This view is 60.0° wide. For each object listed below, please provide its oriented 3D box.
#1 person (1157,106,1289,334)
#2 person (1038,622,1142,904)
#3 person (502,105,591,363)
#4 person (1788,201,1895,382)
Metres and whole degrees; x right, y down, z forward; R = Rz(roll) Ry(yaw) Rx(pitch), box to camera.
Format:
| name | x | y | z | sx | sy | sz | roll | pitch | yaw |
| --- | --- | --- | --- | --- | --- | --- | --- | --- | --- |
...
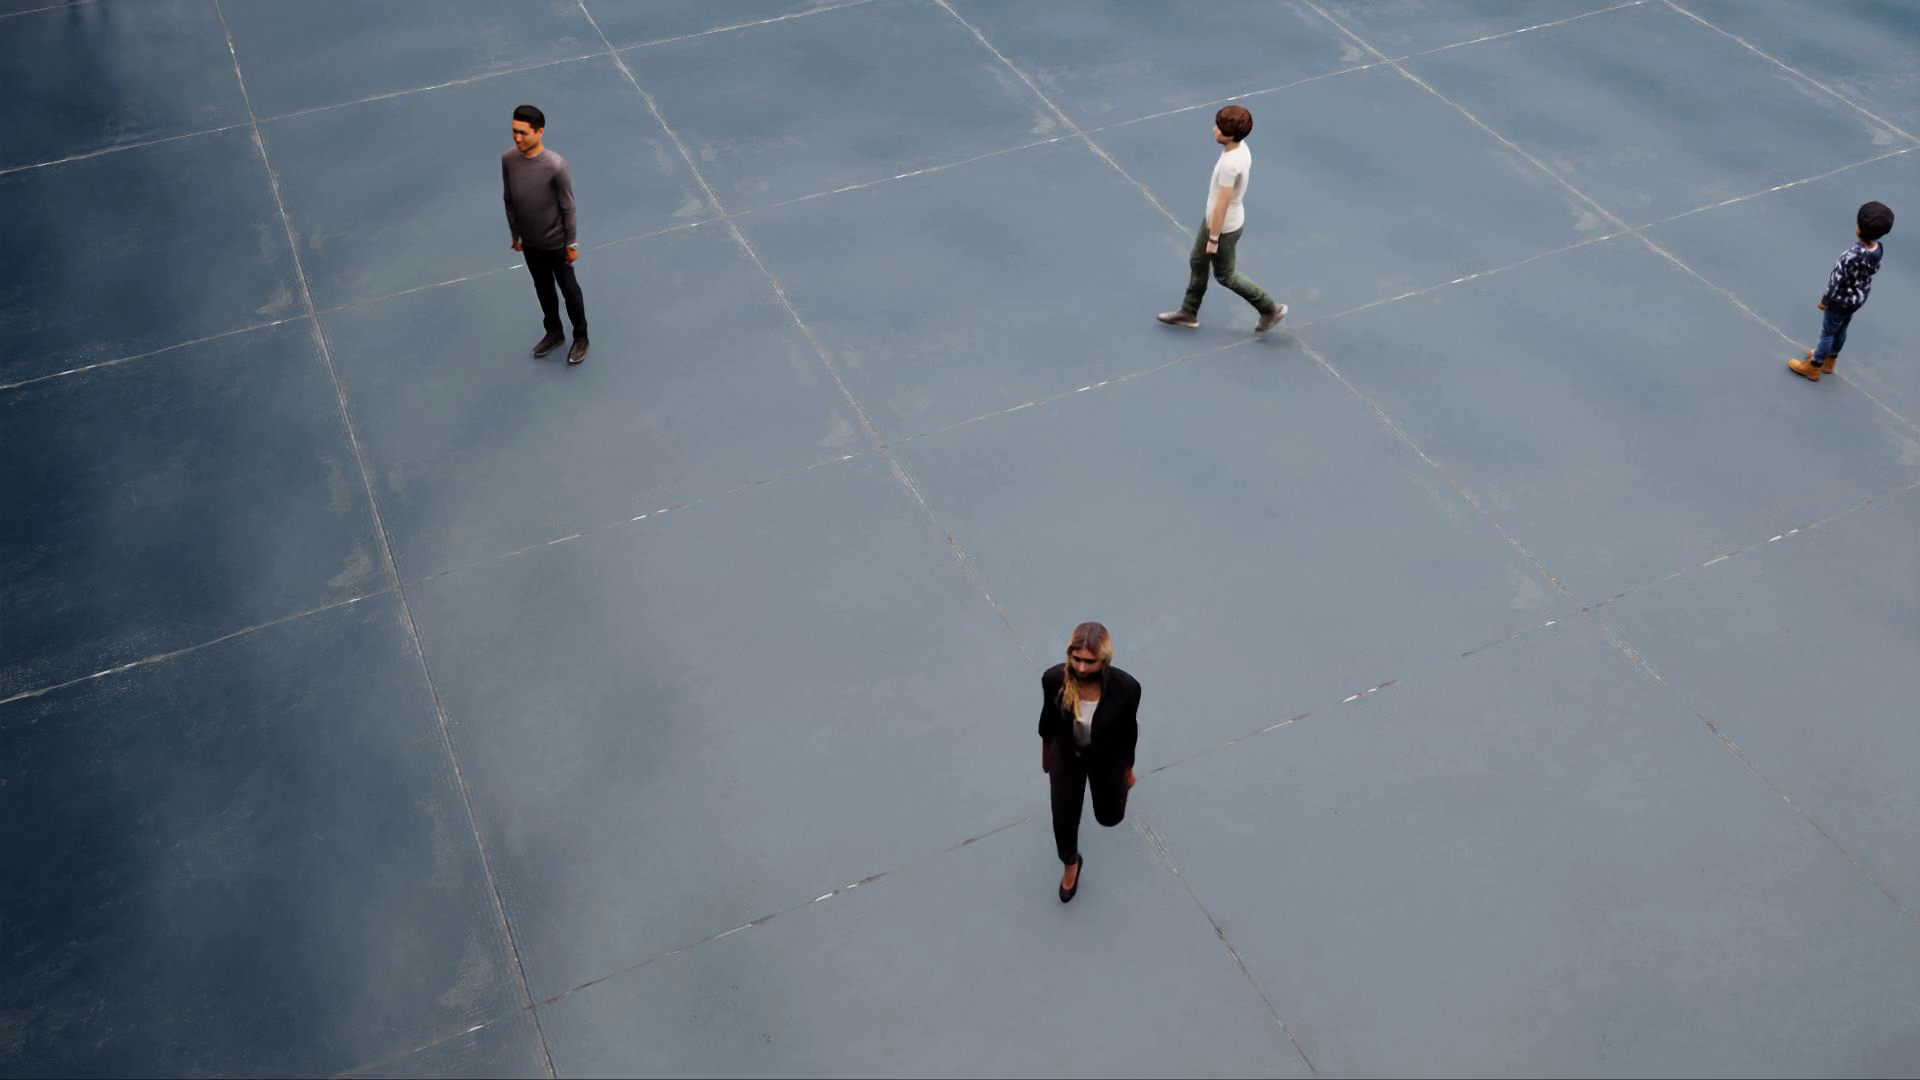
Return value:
| name | x | y | z | sx | sy | sz | roll | pitch | yaw |
| --- | --- | --- | --- | --- | --- | --- | --- | --- | --- |
| person | 1.780 | -2.011 | 10.758 | 1.043 | 1.630 | 1.084 | 7 | 43 | 8 |
| person | 0.594 | 0.942 | 7.487 | 0.861 | 1.657 | 0.954 | 8 | 43 | 8 |
| person | -2.623 | -1.940 | 10.577 | 0.757 | 1.769 | 0.698 | -11 | 43 | -12 |
| person | 5.637 | -1.577 | 10.561 | 0.491 | 1.252 | 0.486 | -19 | 46 | -20 |
